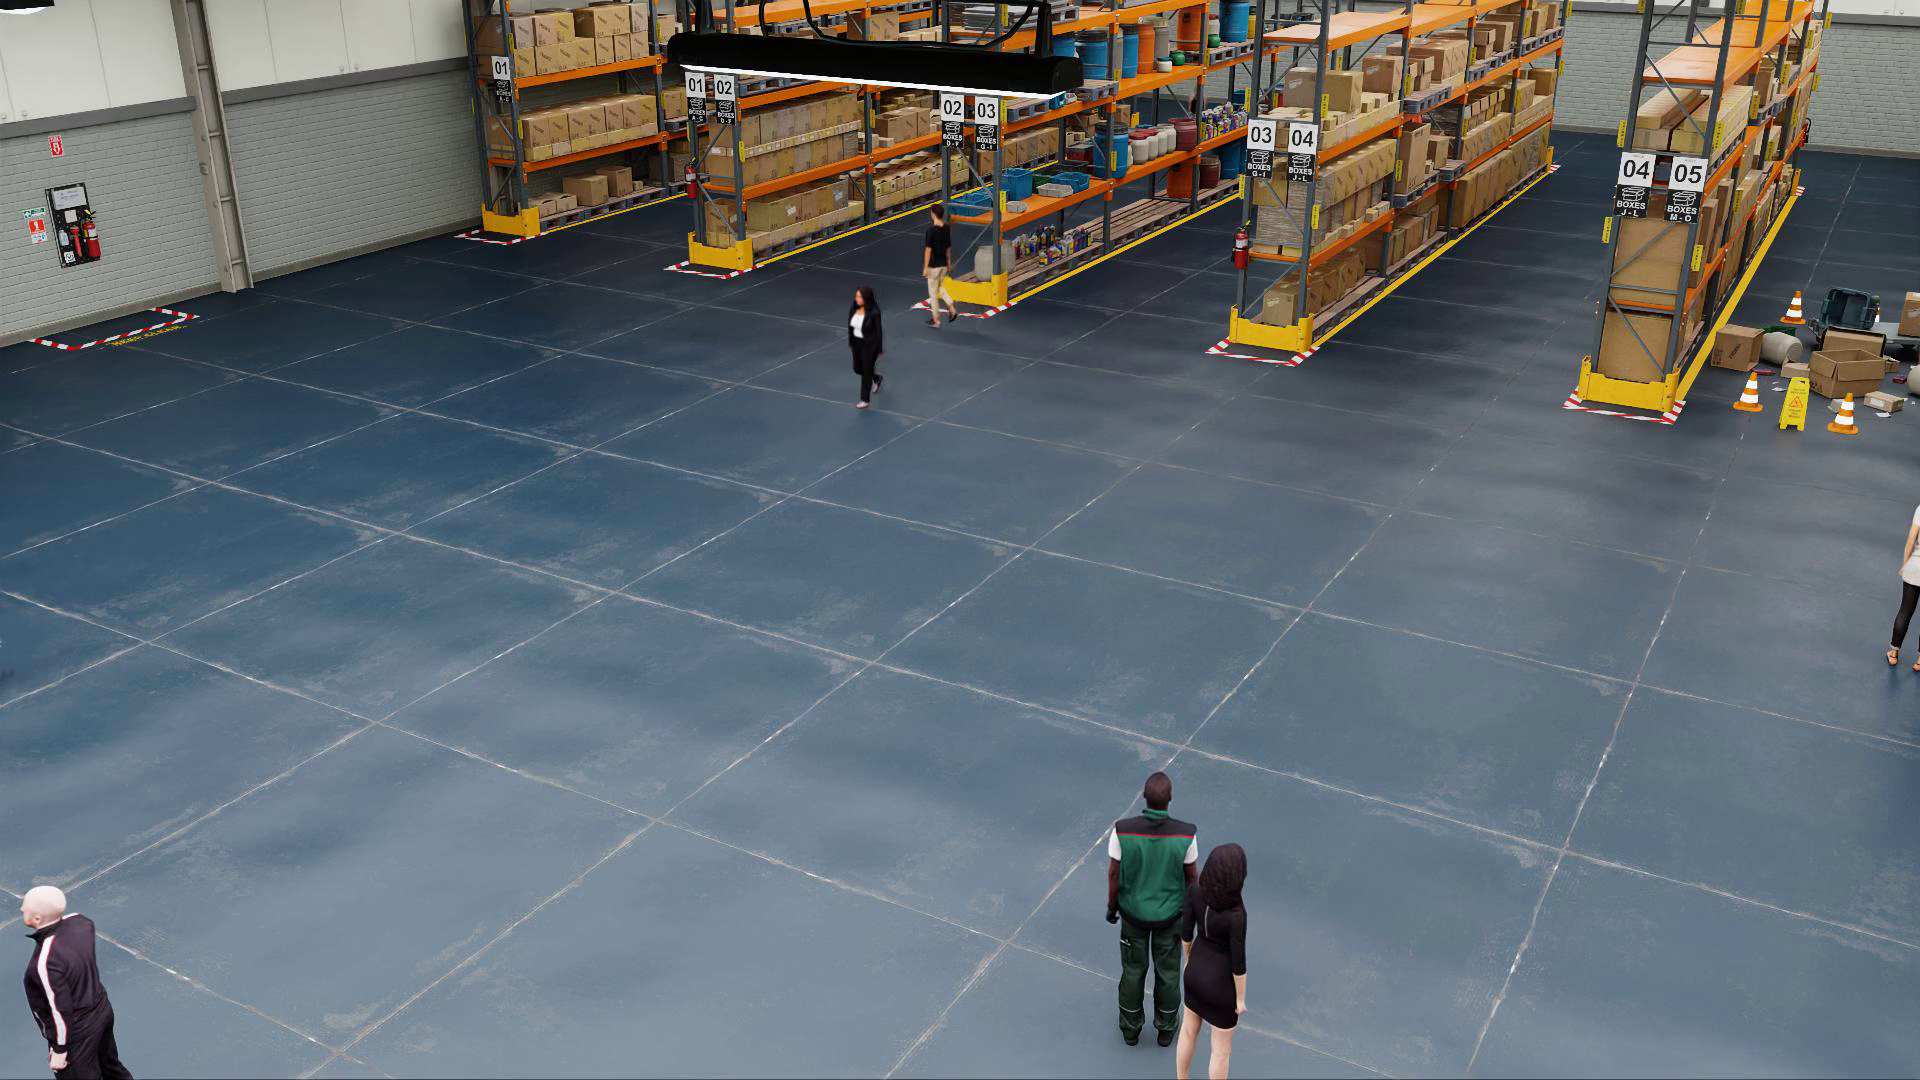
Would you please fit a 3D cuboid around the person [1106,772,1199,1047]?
[{"bbox_3d":[1.144,2.210,9.948,0.771,1.838,0.744,2,23,5],"label":"person"}]

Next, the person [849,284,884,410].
[{"bbox_3d":[-1.159,-2.503,21.338,0.623,1.597,0.907,13,26,28],"label":"person"}]

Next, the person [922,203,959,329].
[{"bbox_3d":[-0.269,-4.038,24.630,0.760,1.846,0.731,17,29,35],"label":"person"}]

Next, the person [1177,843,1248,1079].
[{"bbox_3d":[1.408,2.495,9.322,0.637,1.803,0.662,-17,28,-34],"label":"person"}]

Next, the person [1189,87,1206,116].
[{"bbox_3d":[5.422,-9.625,38.143,0.628,1.553,0.918,7,24,17],"label":"person"}]

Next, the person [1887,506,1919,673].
[{"bbox_3d":[8.461,0.273,14.517,0.653,1.826,0.589,19,30,38],"label":"person"}]

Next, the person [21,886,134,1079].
[{"bbox_3d":[-4.724,2.635,8.949,0.826,1.837,0.725,-2,23,-5],"label":"person"}]
